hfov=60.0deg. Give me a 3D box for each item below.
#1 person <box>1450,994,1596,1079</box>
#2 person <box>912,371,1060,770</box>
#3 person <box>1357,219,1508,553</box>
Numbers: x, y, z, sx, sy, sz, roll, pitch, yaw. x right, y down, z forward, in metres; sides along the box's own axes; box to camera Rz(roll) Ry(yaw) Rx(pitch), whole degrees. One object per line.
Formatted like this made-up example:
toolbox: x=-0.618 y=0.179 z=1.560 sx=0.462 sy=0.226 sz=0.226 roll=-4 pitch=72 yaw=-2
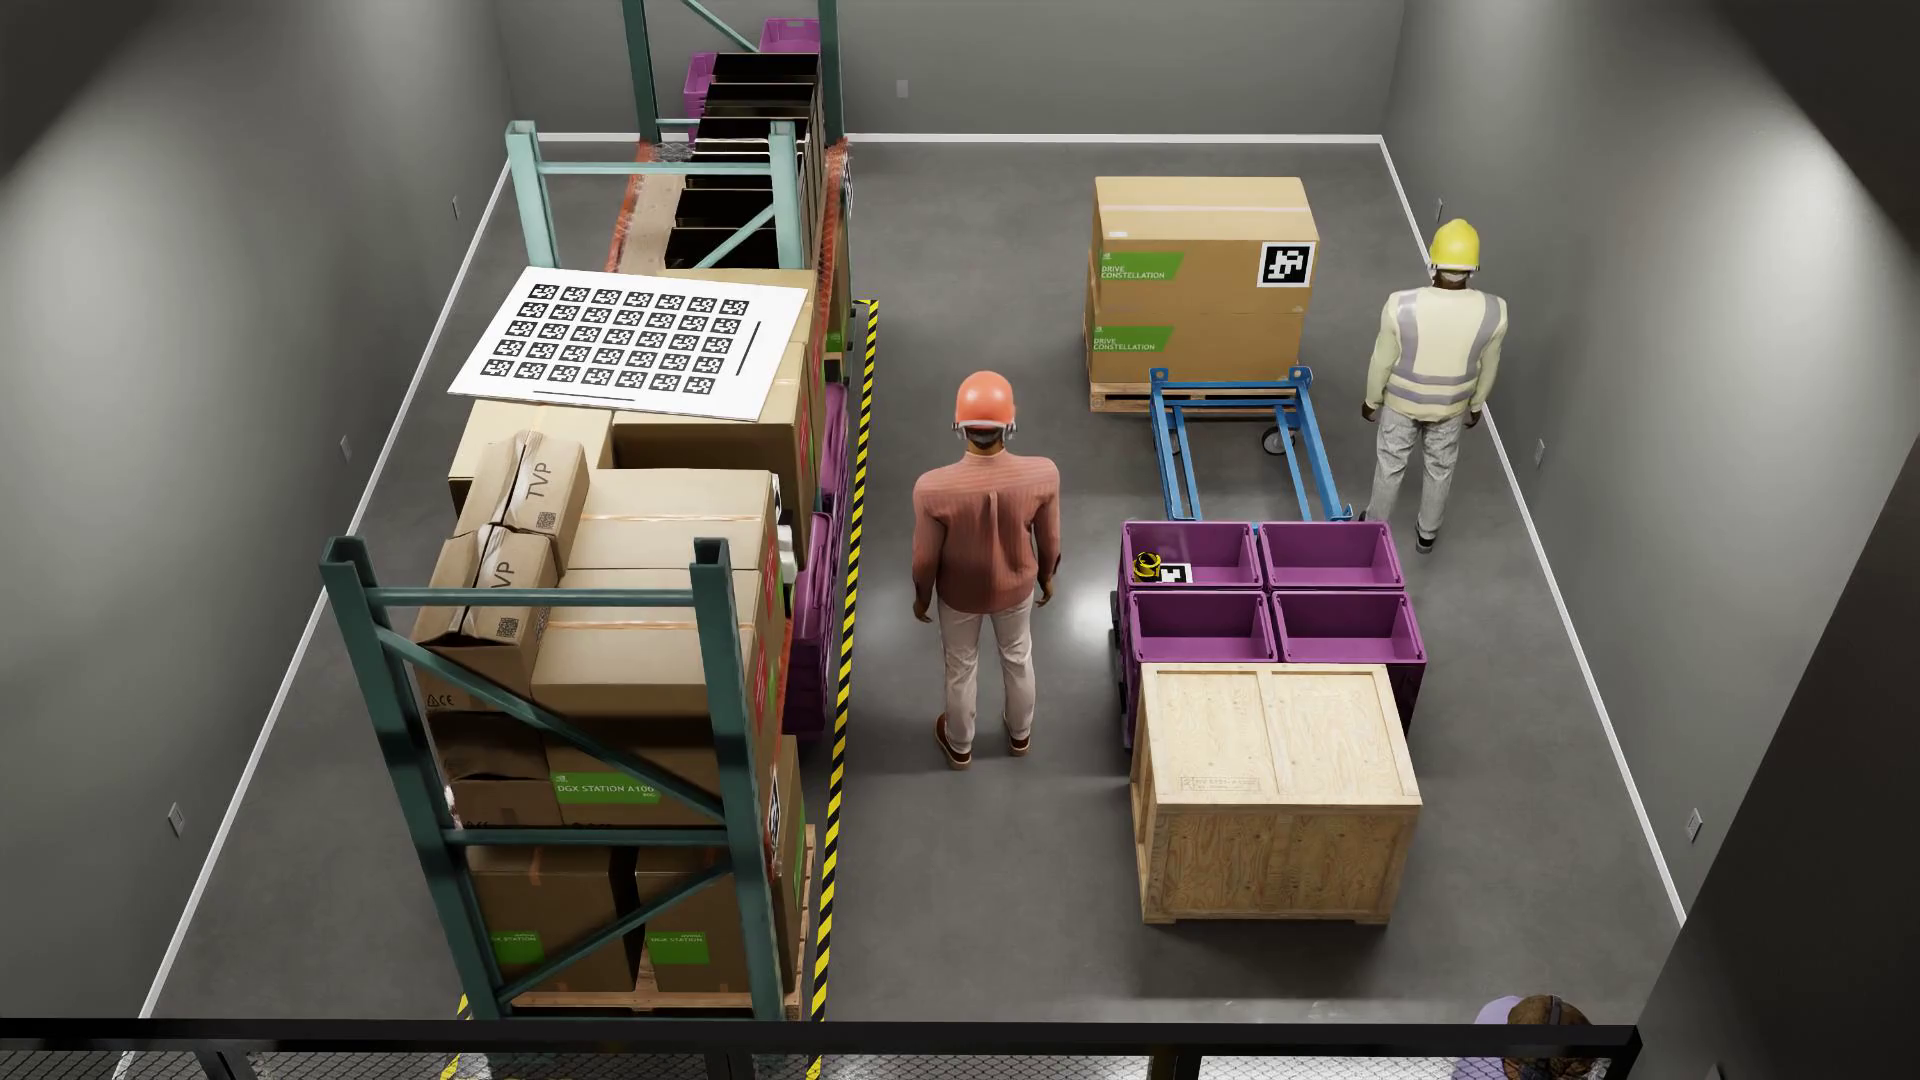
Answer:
person: x=1.529 y=1.936 z=4.906 sx=0.373 sy=1.940 sz=0.630 roll=11 pitch=42 yaw=12
person: x=0.100 y=0.160 z=6.895 sx=0.623 sy=1.983 sz=0.399 roll=-9 pitch=42 yaw=-10
person: x=2.238 y=-0.706 z=7.997 sx=0.594 sy=1.832 sz=0.403 roll=3 pitch=41 yaw=4
